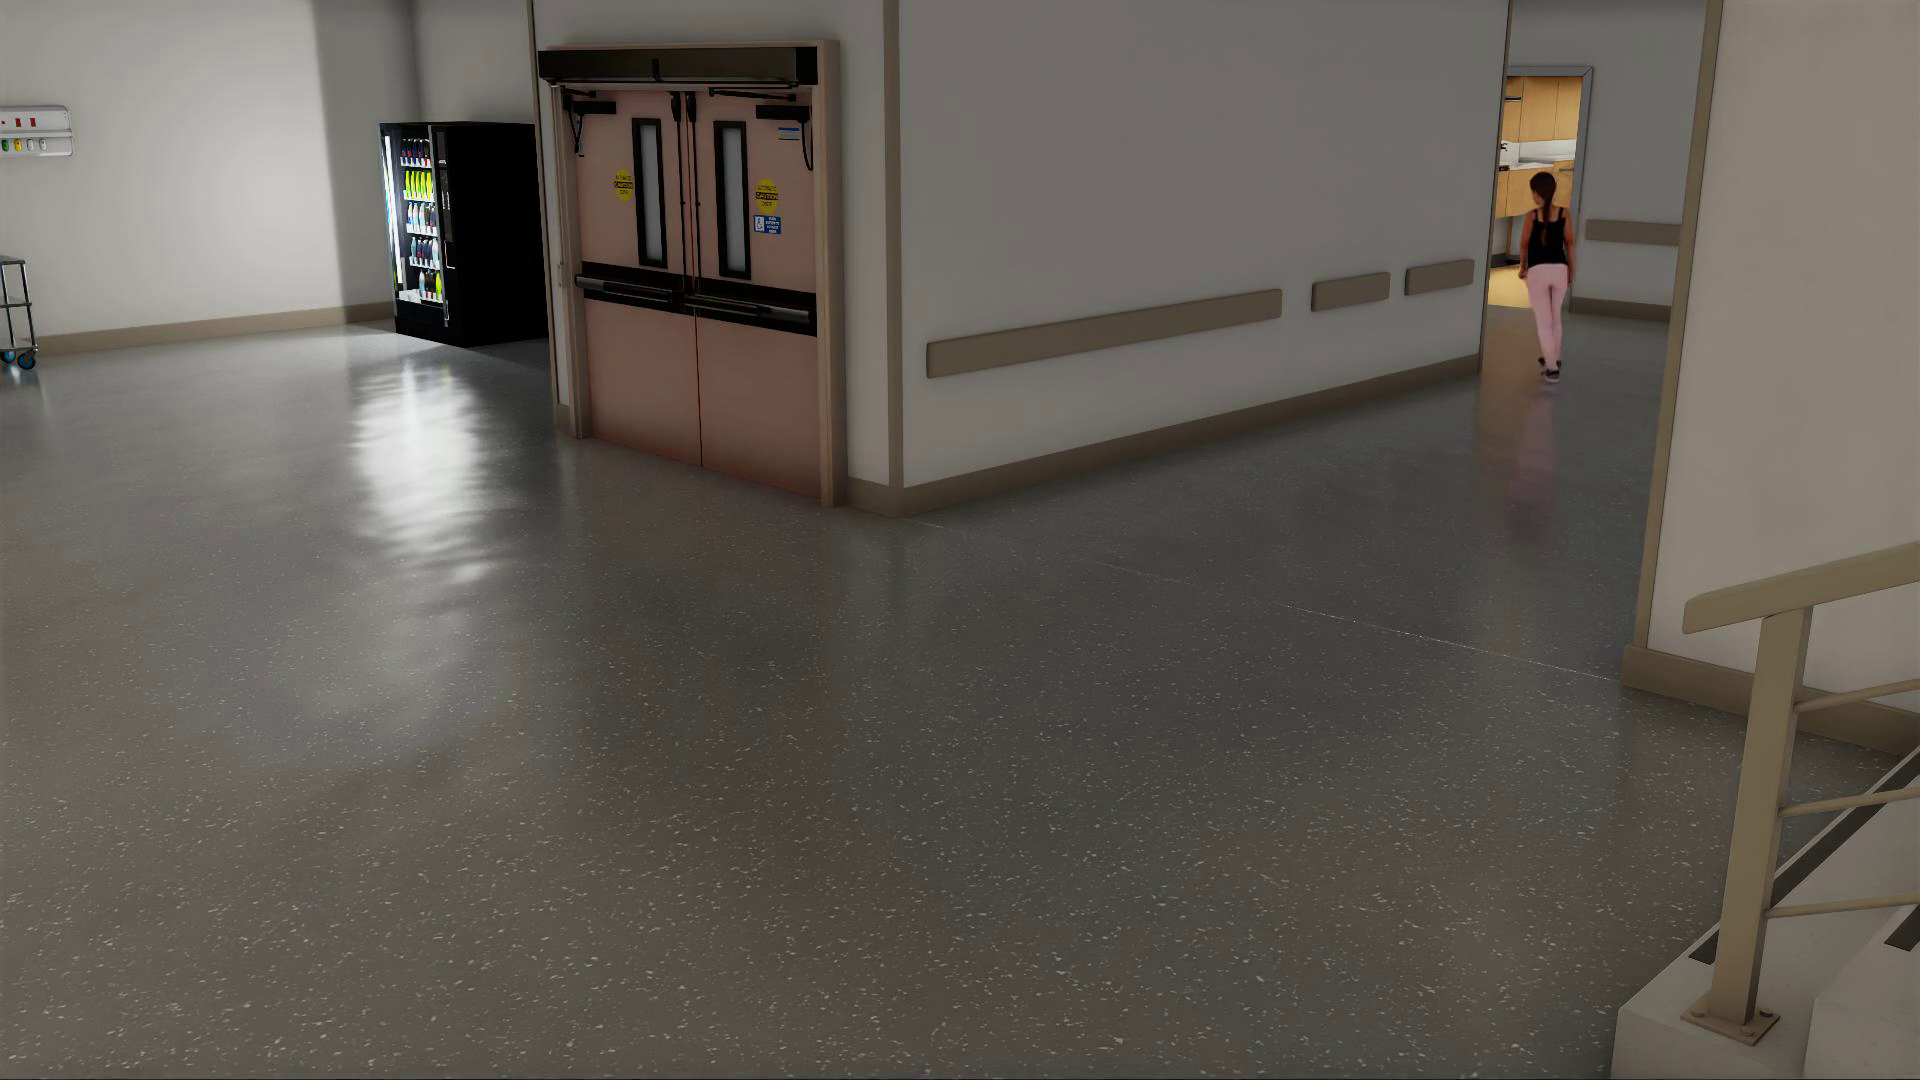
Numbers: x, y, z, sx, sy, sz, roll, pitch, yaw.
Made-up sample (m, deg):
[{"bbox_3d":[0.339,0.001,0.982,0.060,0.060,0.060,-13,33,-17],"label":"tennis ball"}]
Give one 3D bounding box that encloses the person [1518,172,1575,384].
[{"bbox_3d":[4.373,-1.922,12.340,0.853,1.525,0.927,0,16,1],"label":"person"}]
